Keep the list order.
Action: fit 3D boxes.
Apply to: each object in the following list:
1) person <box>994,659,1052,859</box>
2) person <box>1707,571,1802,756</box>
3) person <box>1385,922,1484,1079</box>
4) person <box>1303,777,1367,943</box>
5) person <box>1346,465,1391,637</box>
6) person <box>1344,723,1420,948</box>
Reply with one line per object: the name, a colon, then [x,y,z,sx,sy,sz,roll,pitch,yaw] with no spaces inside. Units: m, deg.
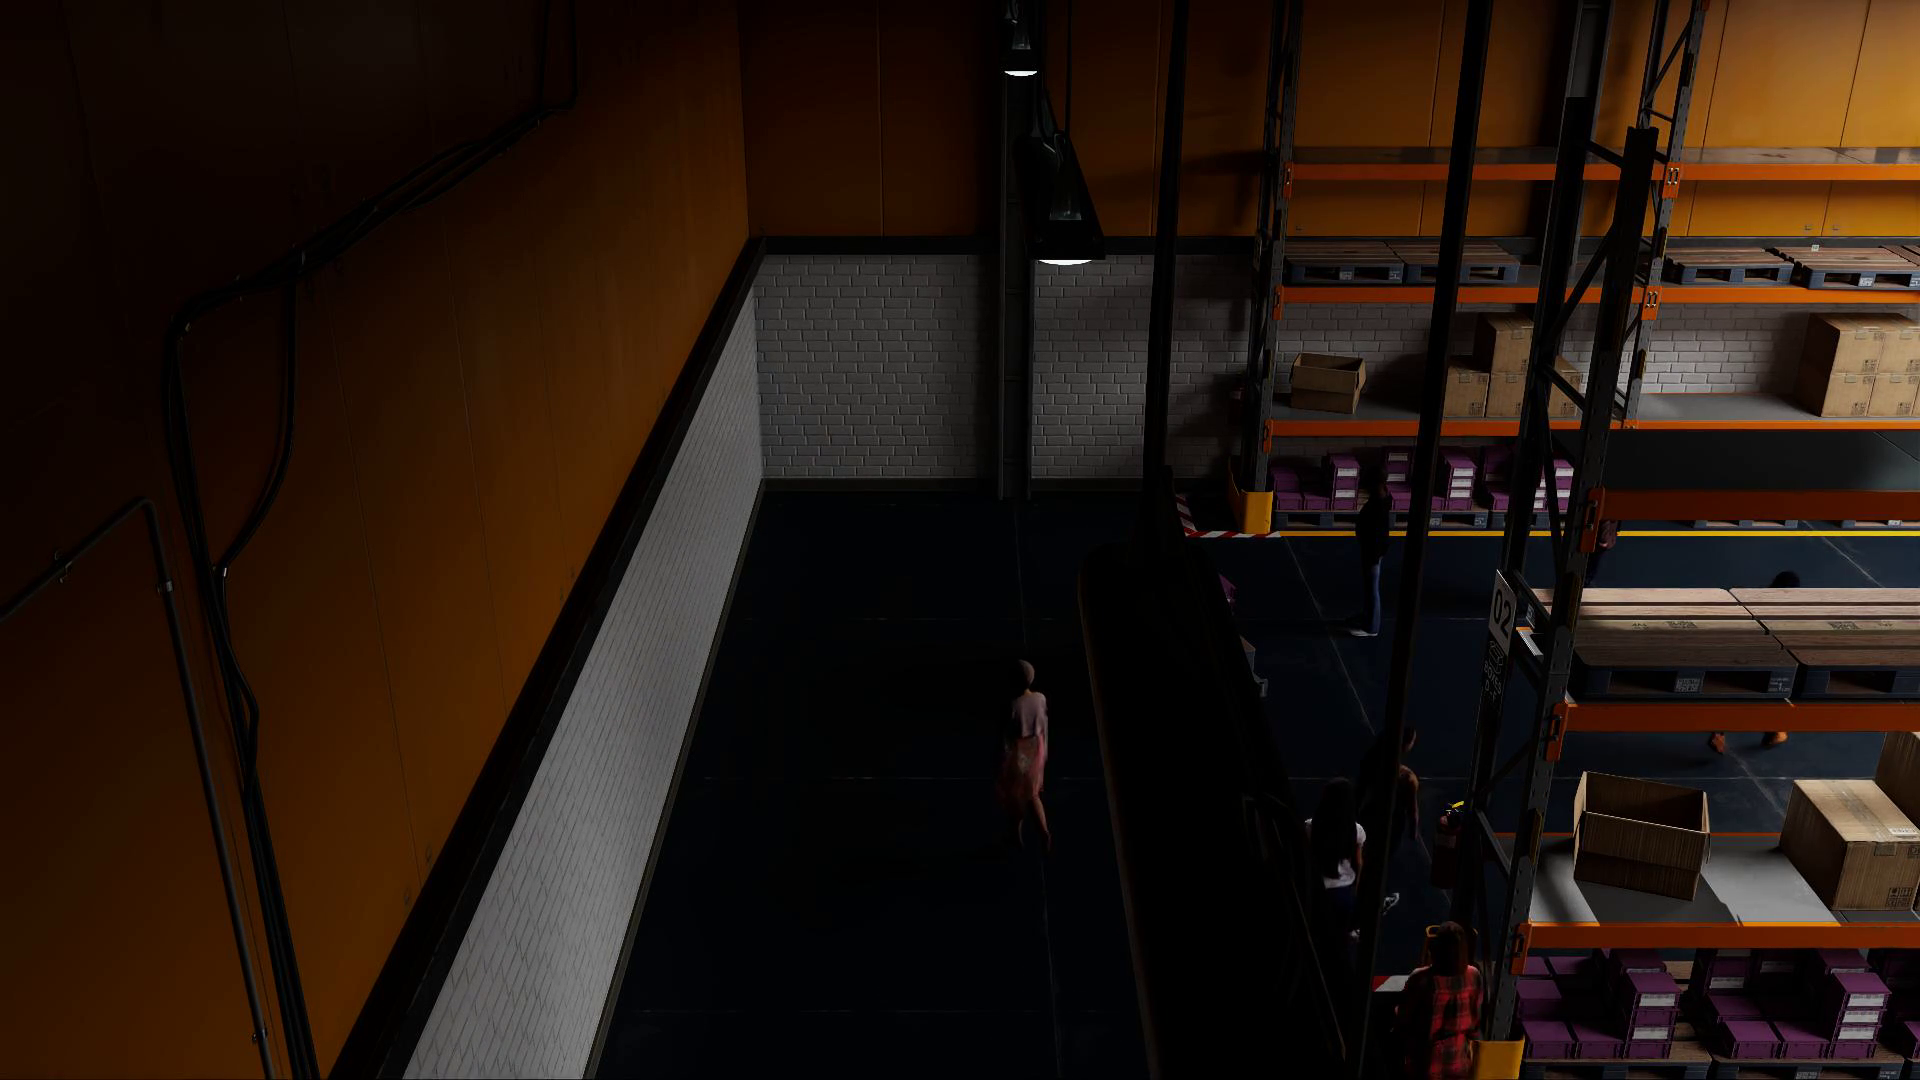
person: [0.511,1.694,12.502,0.871,1.679,0.879,-13,27,-28]
person: [6.704,1.064,13.950,1.233,1.674,1.031,-15,28,-31]
person: [2.765,2.985,9.550,0.822,1.679,0.776,-5,24,-11]
person: [2.408,2.402,10.827,1.058,1.723,0.727,2,24,4]
person: [3.999,0.096,16.071,0.590,1.749,0.631,4,24,10]
person: [2.846,2.092,11.525,1.083,1.733,0.967,-18,29,-35]
